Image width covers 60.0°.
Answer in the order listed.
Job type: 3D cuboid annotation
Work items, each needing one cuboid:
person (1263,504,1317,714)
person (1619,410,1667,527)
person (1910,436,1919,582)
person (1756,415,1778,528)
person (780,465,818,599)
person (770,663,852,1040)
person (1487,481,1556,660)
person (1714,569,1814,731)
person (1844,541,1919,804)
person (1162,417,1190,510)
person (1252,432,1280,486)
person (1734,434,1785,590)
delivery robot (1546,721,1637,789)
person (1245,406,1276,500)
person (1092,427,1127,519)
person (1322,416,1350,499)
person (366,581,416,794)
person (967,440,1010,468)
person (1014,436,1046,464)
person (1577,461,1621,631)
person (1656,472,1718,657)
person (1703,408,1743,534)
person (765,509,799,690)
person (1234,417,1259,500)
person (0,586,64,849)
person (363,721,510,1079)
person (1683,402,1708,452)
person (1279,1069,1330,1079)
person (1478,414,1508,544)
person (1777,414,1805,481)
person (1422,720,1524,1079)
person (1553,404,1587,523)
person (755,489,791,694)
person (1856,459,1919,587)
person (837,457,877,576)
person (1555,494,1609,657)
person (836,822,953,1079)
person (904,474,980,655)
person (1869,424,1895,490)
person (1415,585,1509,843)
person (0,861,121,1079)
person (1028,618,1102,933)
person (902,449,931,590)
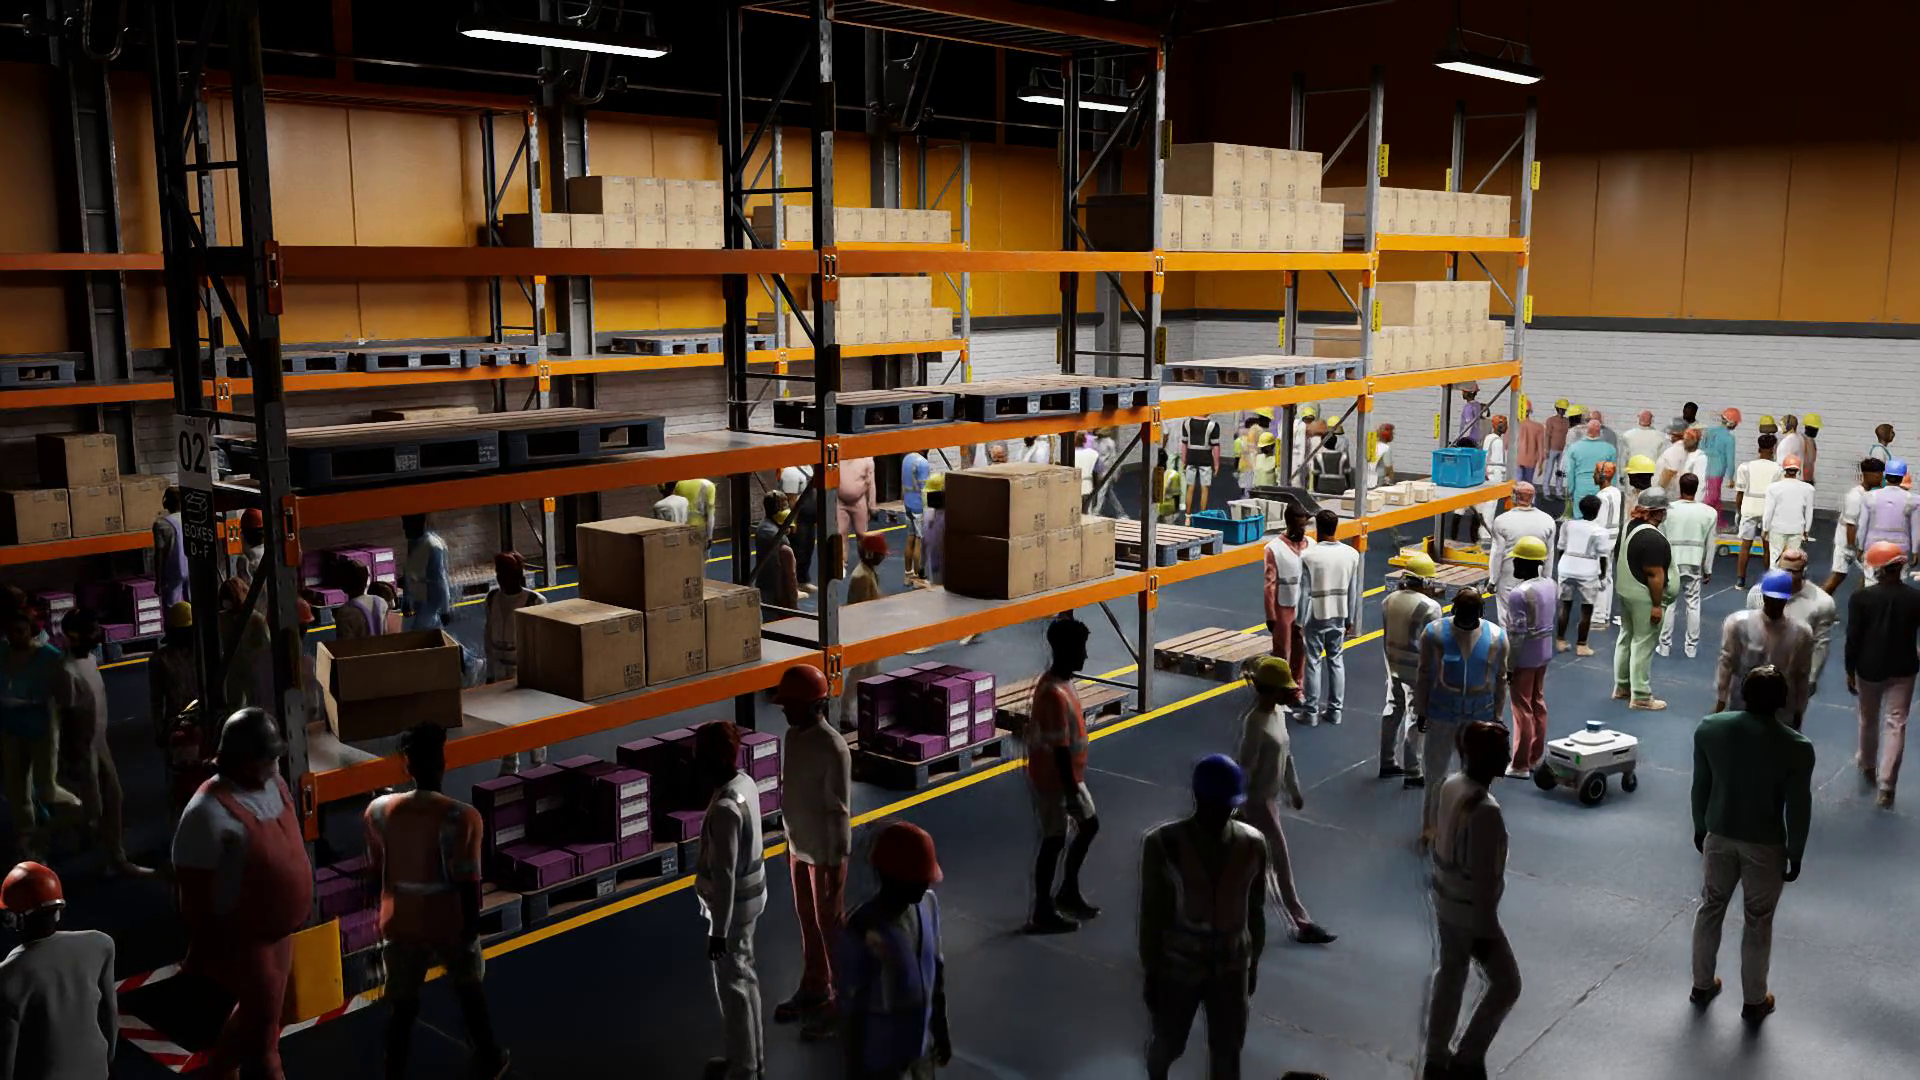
[{"bbox_3d":[2.973,0.612,15.036,0.603,1.904,0.386,-6,11,-33],"label":"person"},{"bbox_3d":[10.043,-0.968,24.495,0.641,1.900,0.399,4,10,22],"label":"person"},{"bbox_3d":[12.360,-0.477,21.189,0.420,2.031,0.605,2,10,15],"label":"person"},{"bbox_3d":[12.312,-1.049,25.457,0.320,1.738,0.484,8,12,40],"label":"person"},{"bbox_3d":[-1.902,-0.308,20.125,0.541,2.000,0.695,2,10,11],"label":"person"},{"bbox_3d":[-0.786,1.620,8.791,0.408,1.986,0.618,-6,11,-32],"label":"person"},{"bbox_3d":[5.536,0.369,16.483,0.652,1.906,0.409,-1,10,-5],"label":"person"},{"bbox_3d":[5.721,1.129,11.885,0.625,1.930,0.690,3,10,18],"label":"person"},{"bbox_3d":[7.111,0.977,12.741,0.655,1.932,0.985,4,10,24],"label":"person"},{"bbox_3d":[3.520,-1.416,27.242,0.520,1.873,0.333,-3,10,-15],"label":"person"},{"bbox_3d":[4.178,-0.597,22.693,0.325,1.760,0.523,-7,12,-36],"label":"person"},{"bbox_3d":[9.900,-0.337,20.563,0.603,1.957,0.386,7,12,34],"label":"person"},{"bbox_3d":[4.831,1.626,12.713,0.707,0.478,0.477,-5,11,-29],"label":"delivery robot"},{"bbox_3d":[4.675,-1.141,25.594,0.796,1.872,0.637,9,13,42],"label":"person"},{"bbox_3d":[2.254,-1.038,25.502,0.883,1.699,0.493,-6,11,-33],"label":"person"},{"bbox_3d":[5.667,-1.011,25.249,0.485,1.728,0.406,-4,10,-24],"label":"person"},{"bbox_3d":[-4.431,1.117,12.822,0.281,1.636,0.500,3,10,18],"label":"person"},{"bbox_3d":[0.450,-0.885,23.570,0.701,2.000,0.537,8,13,41],"label":"person"},{"bbox_3d":[0.920,-0.700,22.866,0.594,1.904,0.650,-6,11,-33],"label":"person"},{"bbox_3d":[7.080,0.064,18.375,0.355,1.882,0.575,7,12,35],"label":"person"},{"bbox_3d":[7.452,0.263,17.125,0.585,1.911,0.391,2,10,10],"label":"person"},{"bbox_3d":[11.154,-0.984,24.484,0.882,1.929,0.696,-2,10,-9],"label":"person"},{"bbox_3d":[-1.676,0.577,15.675,0.317,1.765,0.522,-7,12,-38],"label":"person"},{"bbox_3d":[4.478,-1.074,25.749,0.537,1.678,0.420,-1,10,-5],"label":"person"},{"bbox_3d":[-6.500,1.222,11.612,0.367,1.833,0.523,0,10,0],"label":"person"},{"bbox_3d":[-2.530,1.814,7.873,0.608,1.907,0.966,1,10,7],"label":"person"},{"bbox_3d":[11.320,-1.187,25.777,0.396,1.910,0.587,-3,10,-18],"label":"person"},{"bbox_3d":[0.962,2.341,4.681,0.701,1.918,0.480,2,10,9],"label":"person"},{"bbox_3d":[7.696,-0.874,24.014,0.349,1.879,0.568,0,10,2],"label":"person"},{"bbox_3d":[11.667,-0.807,23.438,0.367,1.931,0.632,9,13,42],"label":"person"},{"bbox_3d":[2.517,1.788,8.109,0.501,1.865,0.598,-1,10,-5],"label":"person"},{"bbox_3d":[9.428,-1.127,25.501,0.880,1.879,0.574,9,13,42],"label":"person"},{"bbox_3d":[-1.745,0.485,15.699,0.372,1.938,0.630,-2,10,-12],"label":"person"},{"bbox_3d":[10.050,0.092,18.011,0.615,1.945,0.404,6,11,31],"label":"person"},{"bbox_3d":[-1.415,-0.479,21.603,0.683,1.912,0.530,0,10,2],"label":"person"},{"bbox_3d":[6.418,0.369,17.155,0.380,1.679,0.553,-9,13,-43],"label":"person"},{"bbox_3d":[-0.349,2.007,6.722,0.735,1.905,0.585,6,11,33],"label":"person"},{"bbox_3d":[-0.165,0.226,17.428,0.975,1.883,0.597,-6,11,-32],"label":"person"},{"bbox_3d":[12.699,-0.687,22.965,0.340,1.846,0.512,4,10,23],"label":"person"},{"bbox_3d":[3.492,1.221,11.608,0.619,1.838,0.430,2,10,11],"label":"person"},{"bbox_3d":[-3.575,2.110,6.538,0.327,1.753,0.561,5,11,26],"label":"person"},{"bbox_3d":[0.687,1.427,10.032,0.551,1.948,0.620,2,10,10],"label":"person"},{"bbox_3d":[-0.492,-0.403,20.687,0.387,2.039,0.615,-4,10,-25],"label":"person"}]
